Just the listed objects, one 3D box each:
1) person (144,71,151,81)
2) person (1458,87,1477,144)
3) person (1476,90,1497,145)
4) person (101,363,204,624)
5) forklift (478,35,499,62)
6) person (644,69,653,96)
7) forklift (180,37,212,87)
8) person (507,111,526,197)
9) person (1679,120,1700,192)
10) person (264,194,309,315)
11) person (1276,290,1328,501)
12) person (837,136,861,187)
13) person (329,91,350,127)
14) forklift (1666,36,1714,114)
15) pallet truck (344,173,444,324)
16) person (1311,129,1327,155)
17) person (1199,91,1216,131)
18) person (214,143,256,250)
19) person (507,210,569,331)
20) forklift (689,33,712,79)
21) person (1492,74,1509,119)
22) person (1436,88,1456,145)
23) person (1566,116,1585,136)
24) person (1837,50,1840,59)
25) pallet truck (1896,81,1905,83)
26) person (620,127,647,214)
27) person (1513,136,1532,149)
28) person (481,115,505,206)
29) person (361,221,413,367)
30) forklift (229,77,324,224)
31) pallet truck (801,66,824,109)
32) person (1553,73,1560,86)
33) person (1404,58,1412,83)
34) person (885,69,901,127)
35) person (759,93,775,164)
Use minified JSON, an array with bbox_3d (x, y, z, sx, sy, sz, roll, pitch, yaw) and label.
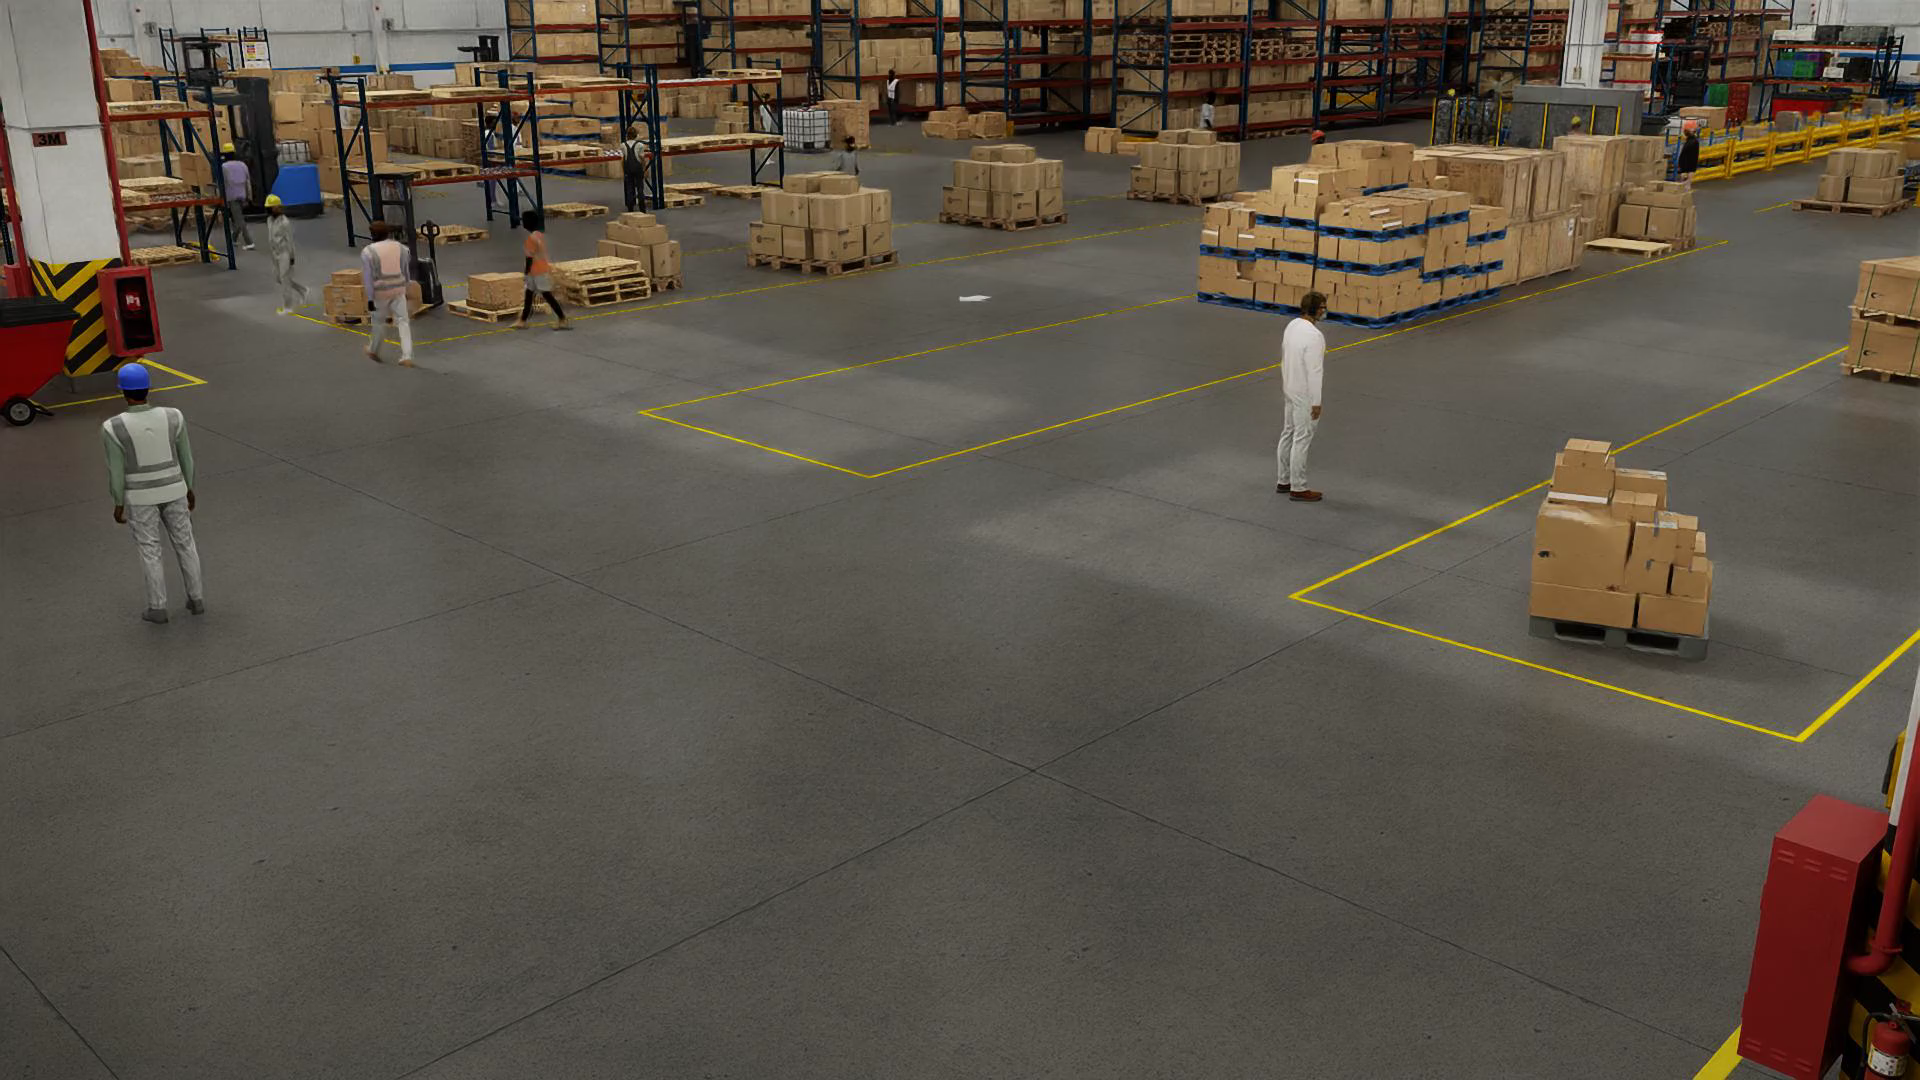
[{"bbox_3d":[-26.756,-14.525,55.016,0.545,1.938,0.355,-8,20,-22],"label":"person"},{"bbox_3d":[15.260,-12.745,50.024,0.541,1.698,0.315,6,19,16],"label":"person"},{"bbox_3d":[15.761,-12.595,49.650,0.855,1.649,0.526,-16,24,-39],"label":"person"},{"bbox_3d":[-5.942,-0.341,12.264,0.602,1.949,0.391,-17,25,-41],"label":"person"},{"bbox_3d":[-17.765,-17.698,63.104,1.129,2.768,1.873,17,25,41],"label":"forklift"},{"bbox_3d":[-11.583,-16.816,62.395,0.542,1.623,0.375,1,18,4],"label":"person"},{"bbox_3d":[-27.997,-17.065,61.195,1.873,2.768,1.129,17,25,41],"label":"forklift"},{"bbox_3d":[-10.062,-8.747,37.694,0.361,1.882,0.575,-2,18,-5],"label":"person"},{"bbox_3d":[14.776,-7.519,33.814,0.372,1.997,0.611,6,19,18],"label":"person"},{"bbox_3d":[-9.766,-4.153,24.109,0.488,1.728,0.593,11,22,31],"label":"person"},{"bbox_3d":[3.142,-1.325,15.248,0.350,1.936,0.635,-4,19,-13],"label":"person"},{"bbox_3d":[-2.176,-6.943,32.384,1.000,1.812,0.533,14,23,36],"label":"person"},{"bbox_3d":[-16.813,-11.205,45.075,0.638,1.909,0.916,-13,22,-33],"label":"person"},{"bbox_3d":[27.341,-17.291,61.877,1.129,2.768,1.873,17,25,41],"label":"forklift"},{"bbox_3d":[-8.209,-4.181,23.757,0.823,1.965,1.885,3,19,9],"label":"pallet truck"},{"bbox_3d":[7.158,-7.096,32.679,0.671,1.920,0.719,-16,24,-40],"label":"person"},{"bbox_3d":[6.678,-10.948,44.254,0.908,1.917,0.609,12,22,32],"label":"person"},{"bbox_3d":[-13.098,-6.198,30.032,0.989,1.880,0.601,12,22,32],"label":"person"},{"bbox_3d":[-5.806,-3.683,22.800,0.865,1.651,0.545,-1,18,-4],"label":"person"},{"bbox_3d":[-10.322,-18.852,66.579,1.873,2.768,1.129,17,25,41],"label":"forklift"},{"bbox_3d":[19.445,-16.016,60.047,0.519,1.581,0.860,-17,25,-41],"label":"person"},{"bbox_3d":[13.905,-11.982,47.551,0.586,1.816,0.737,14,23,36],"label":"person"},{"bbox_3d":[14.108,-8.804,38.099,0.526,1.745,0.731,-7,20,-20],"label":"person"},{"bbox_3d":[41.177,-22.275,78.303,0.414,1.985,0.610,12,22,33],"label":"person"},{"bbox_3d":[34.802,-16.331,61.455,0.653,1.274,1.630,17,25,41],"label":"pallet truck"},{"bbox_3d":[-6.669,-7.517,34.049,0.505,1.845,0.346,1,18,3],"label":"person"},{"bbox_3d":[10.076,-6.218,29.826,0.679,2.000,0.696,15,24,38],"label":"person"},{"bbox_3d":[-10.176,-8.223,36.061,0.391,1.918,0.590,-8,20,-22],"label":"person"},{"bbox_3d":[-7.170,-3.077,20.747,0.655,1.790,0.945,-17,25,-42],"label":"person"},{"bbox_3d":[-14.133,-7.919,33.642,1.873,2.768,1.129,-16,24,-40],"label":"forklift"},{"bbox_3d":[-4.812,-15.182,56.903,0.823,1.965,1.885,-9,21,-26],"label":"pallet truck"},{"bbox_3d":[20.467,-15.100,56.853,0.654,1.876,0.882,-13,22,-34],"label":"person"},{"bbox_3d":[21.160,-22.170,78.532,0.315,1.630,0.517,15,24,39],"label":"person"},{"bbox_3d":[-2.305,-15.046,56.653,0.435,1.904,0.590,-15,24,-38],"label":"person"},{"bbox_3d":[-5.187,-11.029,44.592,0.309,1.868,0.534,6,19,18],"label":"person"}]
